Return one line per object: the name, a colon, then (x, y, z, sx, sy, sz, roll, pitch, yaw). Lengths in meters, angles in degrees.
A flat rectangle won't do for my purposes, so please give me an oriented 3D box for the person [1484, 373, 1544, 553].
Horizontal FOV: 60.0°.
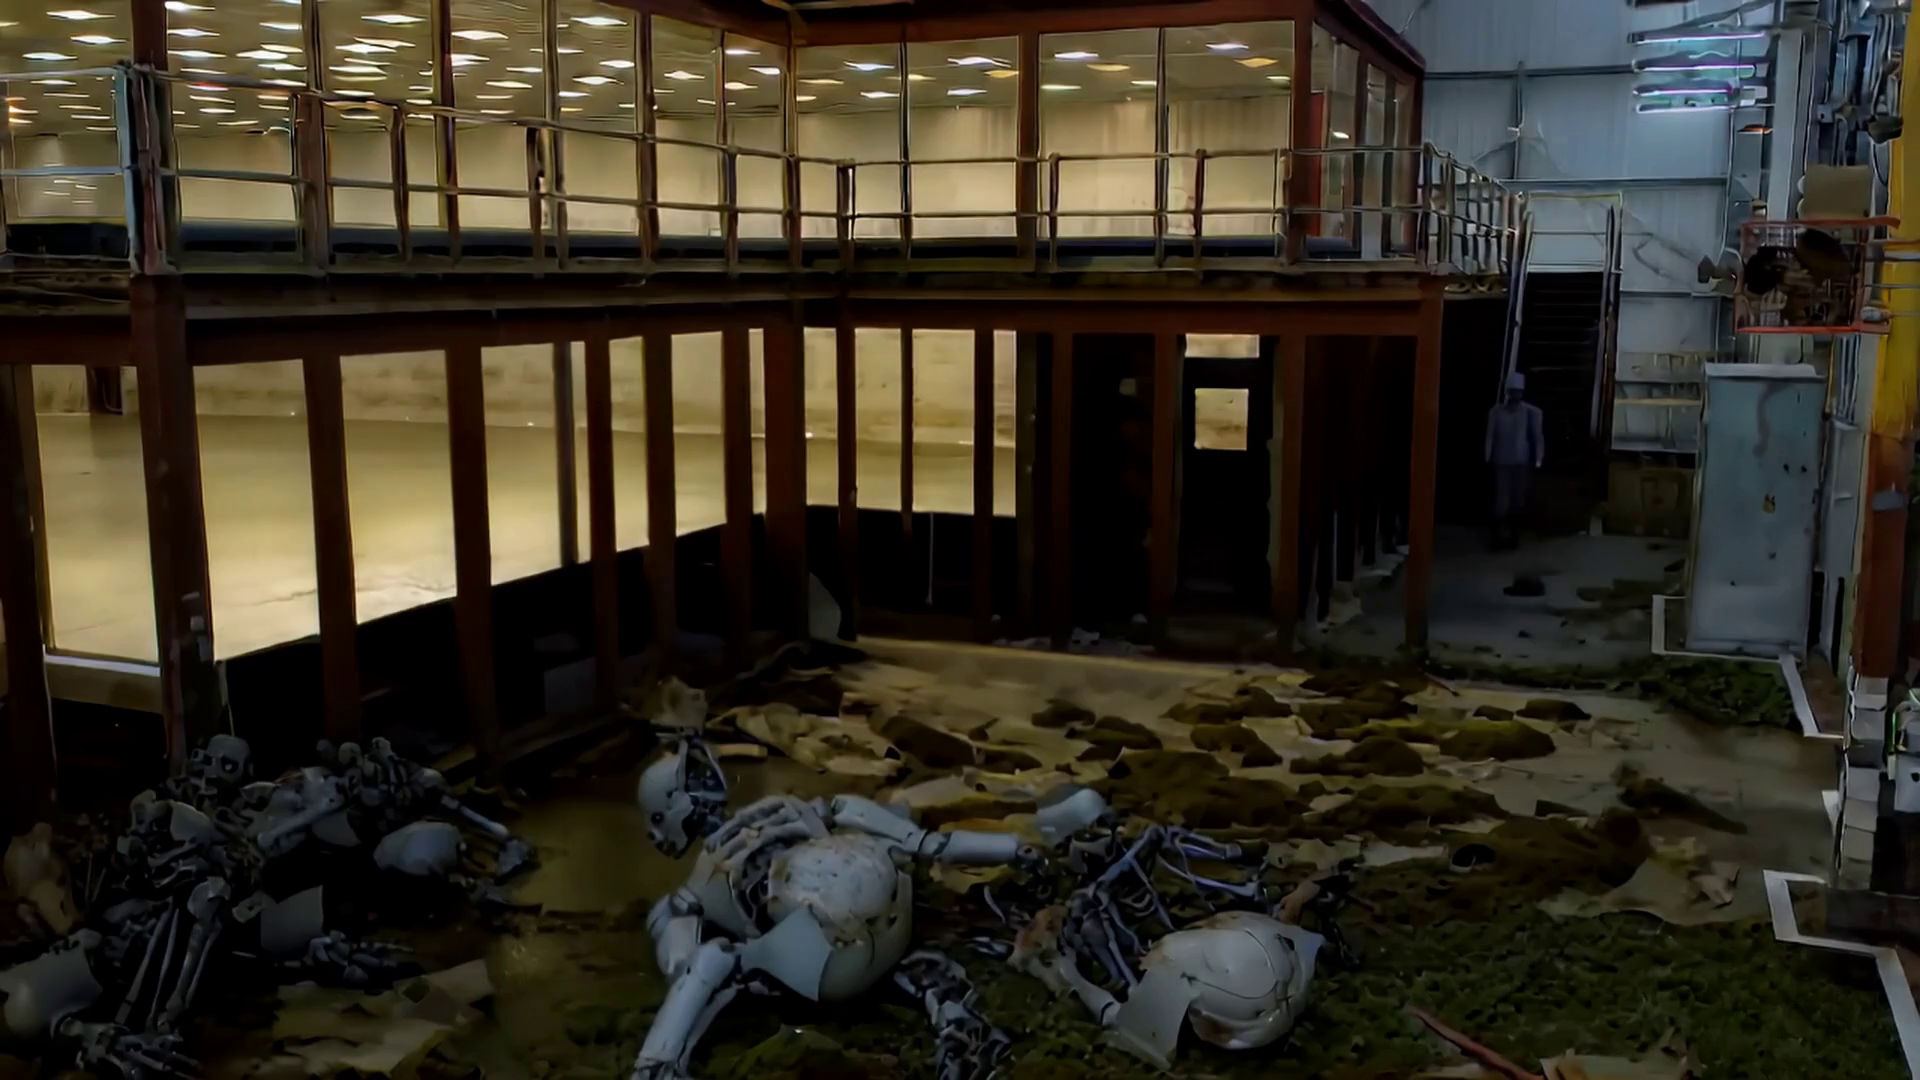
person: (6.082, -0.865, 18.287, 0.627, 1.946, 1.052, 4, 10, 21)
